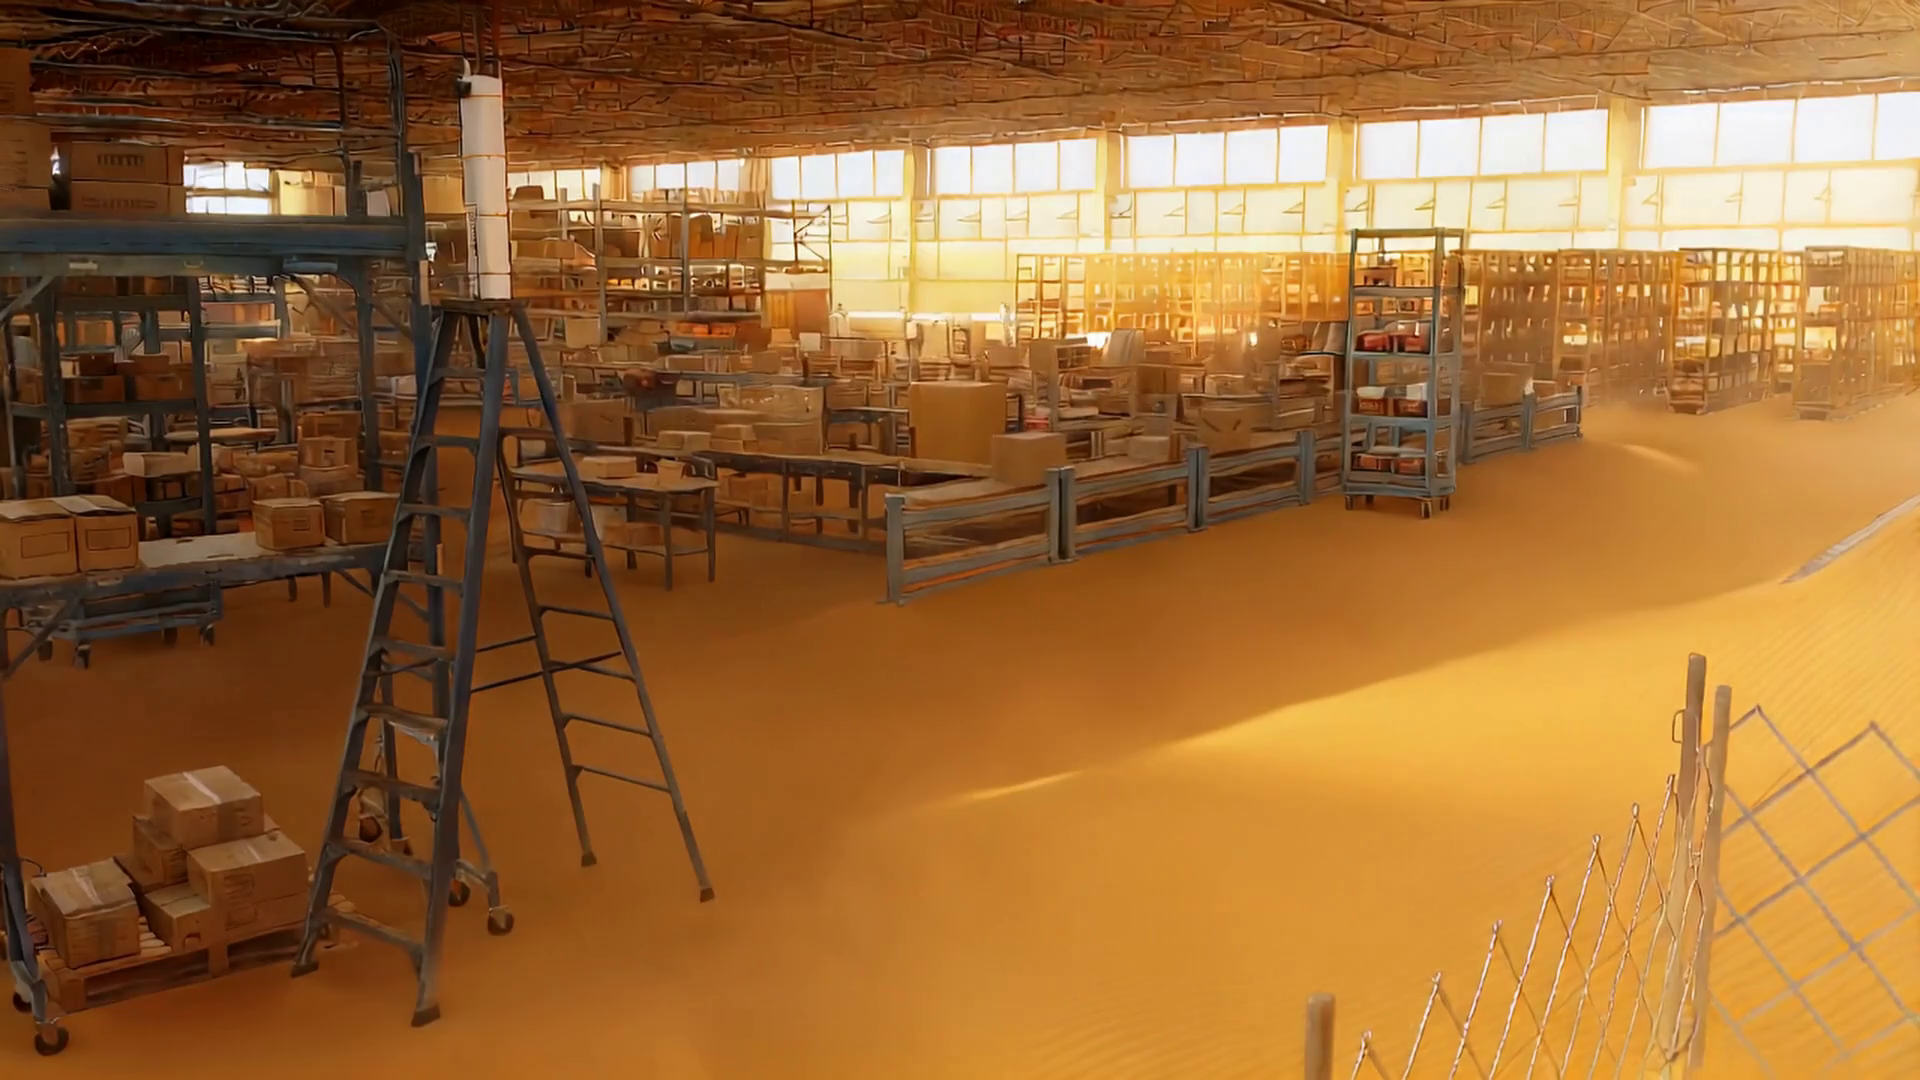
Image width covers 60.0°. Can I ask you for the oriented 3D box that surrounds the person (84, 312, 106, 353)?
[{"bbox_3d":[-26.256,-6.012,50.582,0.641,1.909,0.409,3,9,16],"label":"person"}]

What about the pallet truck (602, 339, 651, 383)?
[{"bbox_3d":[-8.991,-4.871,45.351,0.653,1.274,1.630,7,11,37],"label":"pallet truck"}]

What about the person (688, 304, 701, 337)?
[{"bbox_3d":[-9.699,-7.584,60.377,0.570,1.916,0.624,8,12,40],"label":"person"}]

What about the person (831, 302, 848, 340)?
[{"bbox_3d":[-4.624,-8.173,63.933,0.671,1.959,0.780,-2,9,-11],"label":"person"}]

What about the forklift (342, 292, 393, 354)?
[{"bbox_3d":[-16.485,-5.622,45.120,1.129,2.768,1.873,7,11,37],"label":"forklift"}]

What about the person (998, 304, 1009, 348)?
[{"bbox_3d":[1.805,-8.767,68.078,0.466,1.815,0.647,1,9,5],"label":"person"}]

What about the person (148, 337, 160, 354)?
[{"bbox_3d":[-17.986,-3.730,37.192,0.287,1.631,0.501,-9,13,-44],"label":"person"}]

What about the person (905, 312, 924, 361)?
[{"bbox_3d":[-1.340,-5.844,49.512,0.601,1.916,0.923,2,9,10],"label":"person"}]

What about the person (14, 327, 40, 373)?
[{"bbox_3d":[-21.895,-4.095,38.972,0.596,1.805,0.876,5,10,28],"label":"person"}]

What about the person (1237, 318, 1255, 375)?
[{"bbox_3d":[7.901,-5.249,46.120,0.585,1.818,0.434,-4,10,-23],"label":"person"}]

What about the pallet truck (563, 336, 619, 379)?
[{"bbox_3d":[-10.690,-5.294,48.215,1.601,1.201,0.680,-5,10,-26],"label":"pallet truck"}]
